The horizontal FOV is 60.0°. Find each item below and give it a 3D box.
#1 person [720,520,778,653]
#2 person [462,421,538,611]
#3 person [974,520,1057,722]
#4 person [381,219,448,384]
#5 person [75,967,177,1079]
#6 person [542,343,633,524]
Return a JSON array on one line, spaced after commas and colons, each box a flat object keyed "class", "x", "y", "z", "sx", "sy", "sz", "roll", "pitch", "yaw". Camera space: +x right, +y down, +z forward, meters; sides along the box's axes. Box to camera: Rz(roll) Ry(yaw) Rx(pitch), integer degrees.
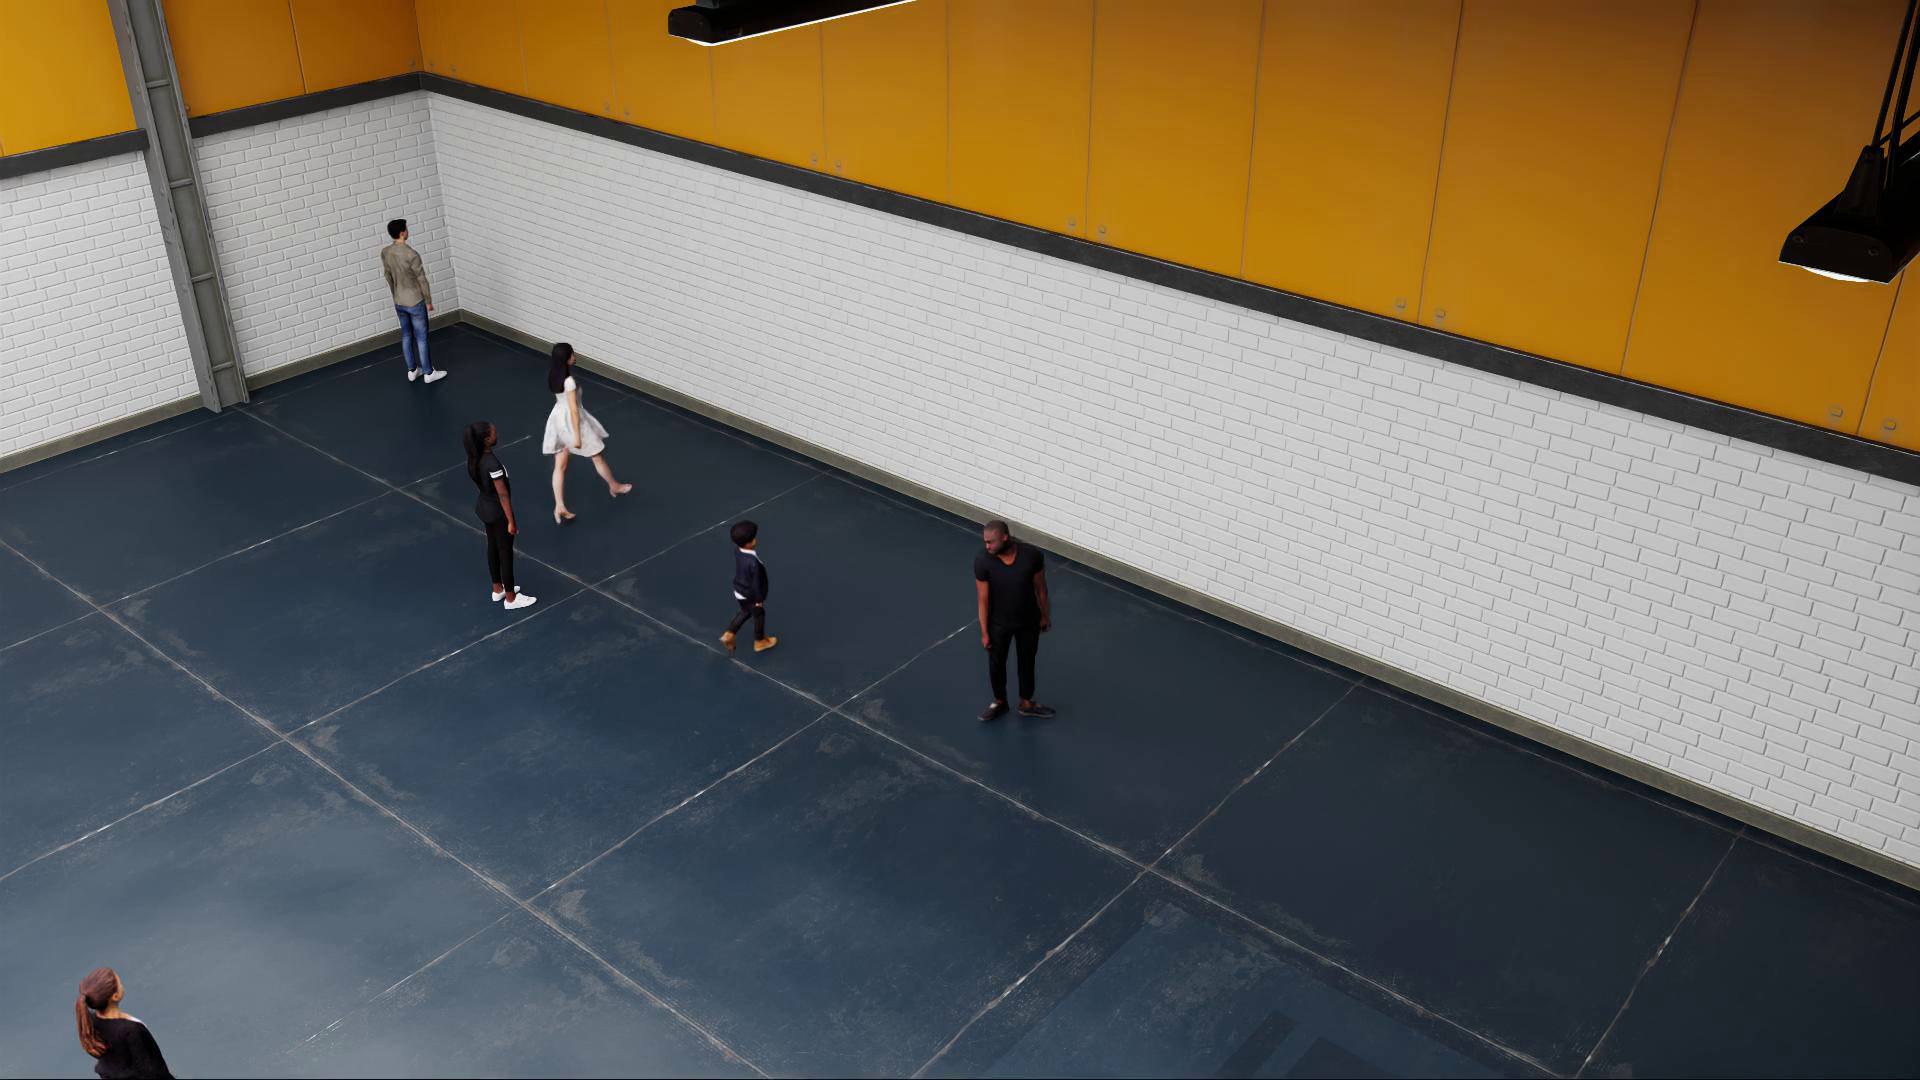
[{"class": "person", "x": -1.768, "y": 0.401, "z": 13.600, "sx": 0.766, "sy": 1.215, "sz": 0.602, "roll": -19, "pitch": 34, "yaw": -31}, {"class": "person", "x": -3.960, "y": -0.229, "z": 14.215, "sx": 0.624, "sy": 1.731, "sz": 0.642, "roll": -23, "pitch": 36, "yaw": -35}, {"class": "person", "x": 0.468, "y": 0.605, "z": 12.626, "sx": 0.824, "sy": 1.788, "sz": 0.881, "roll": -9, "pitch": 30, "yaw": -16}, {"class": "person", "x": -6.137, "y": -2.659, "z": 18.528, "sx": 0.767, "sy": 1.868, "sz": 0.700, "roll": 12, "pitch": 31, "yaw": 20}, {"class": "person", "x": -4.352, "y": 2.897, "z": 8.674, "sx": 0.680, "sy": 1.549, "sz": 0.748, "roll": 10, "pitch": 30, "yaw": 17}, {"class": "person", "x": -3.721, "y": -0.972, "z": 15.565, "sx": 1.100, "sy": 1.742, "sz": 0.692, "roll": -25, "pitch": 37, "yaw": -38}]
